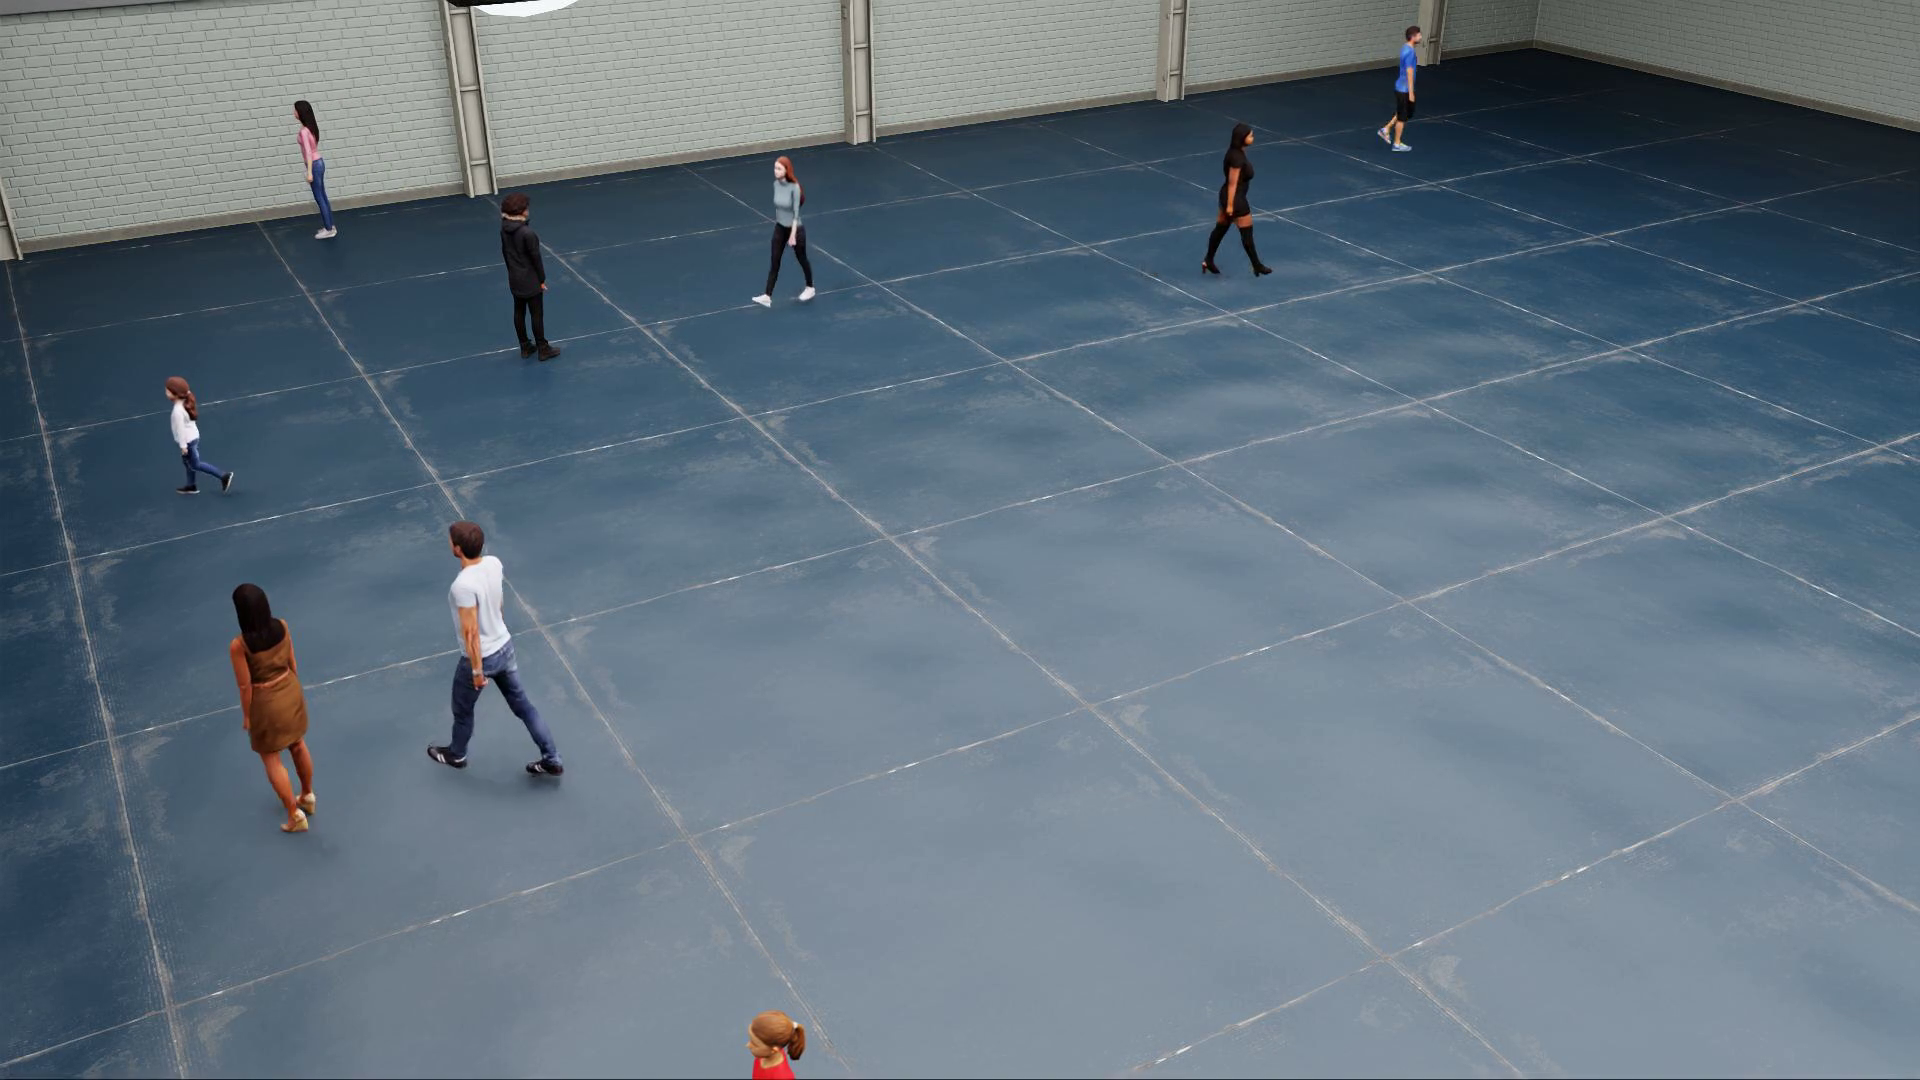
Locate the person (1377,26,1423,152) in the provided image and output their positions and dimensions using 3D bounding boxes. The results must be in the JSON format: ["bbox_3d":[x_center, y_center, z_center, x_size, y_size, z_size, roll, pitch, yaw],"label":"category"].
[{"bbox_3d":[6.643,-6.813,25.163,0.911,1.855,0.843,5,28,10],"label":"person"}]

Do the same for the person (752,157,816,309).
[{"bbox_3d":[-1.863,-3.481,18.875,0.891,1.688,1.224,21,34,35],"label":"person"}]

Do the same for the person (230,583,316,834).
[{"bbox_3d":[-4.166,1.016,10.142,0.731,1.689,0.642,15,31,26],"label":"person"}]

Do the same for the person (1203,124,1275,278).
[{"bbox_3d":[3.147,-3.990,19.725,1.190,1.817,1.049,3,27,5],"label":"person"}]

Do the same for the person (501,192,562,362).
[{"bbox_3d":[-4.534,-2.744,17.343,0.732,1.781,0.765,13,30,24],"label":"person"}]

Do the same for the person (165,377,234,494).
[{"bbox_3d":[-6.676,-0.900,14.509,0.783,1.097,0.582,-5,28,-10],"label":"person"}]

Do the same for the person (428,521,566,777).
[{"bbox_3d":[-2.902,0.752,10.514,1.220,1.816,1.210,9,29,18],"label":"person"}]

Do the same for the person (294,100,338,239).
[{"bbox_3d":[-8.268,-4.754,21.288,0.607,1.742,0.641,-4,27,-7],"label":"person"}]

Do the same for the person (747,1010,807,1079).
[{"bbox_3d":[-0.810,2.617,7.445,0.529,1.311,0.515,-10,29,-18],"label":"person"}]
